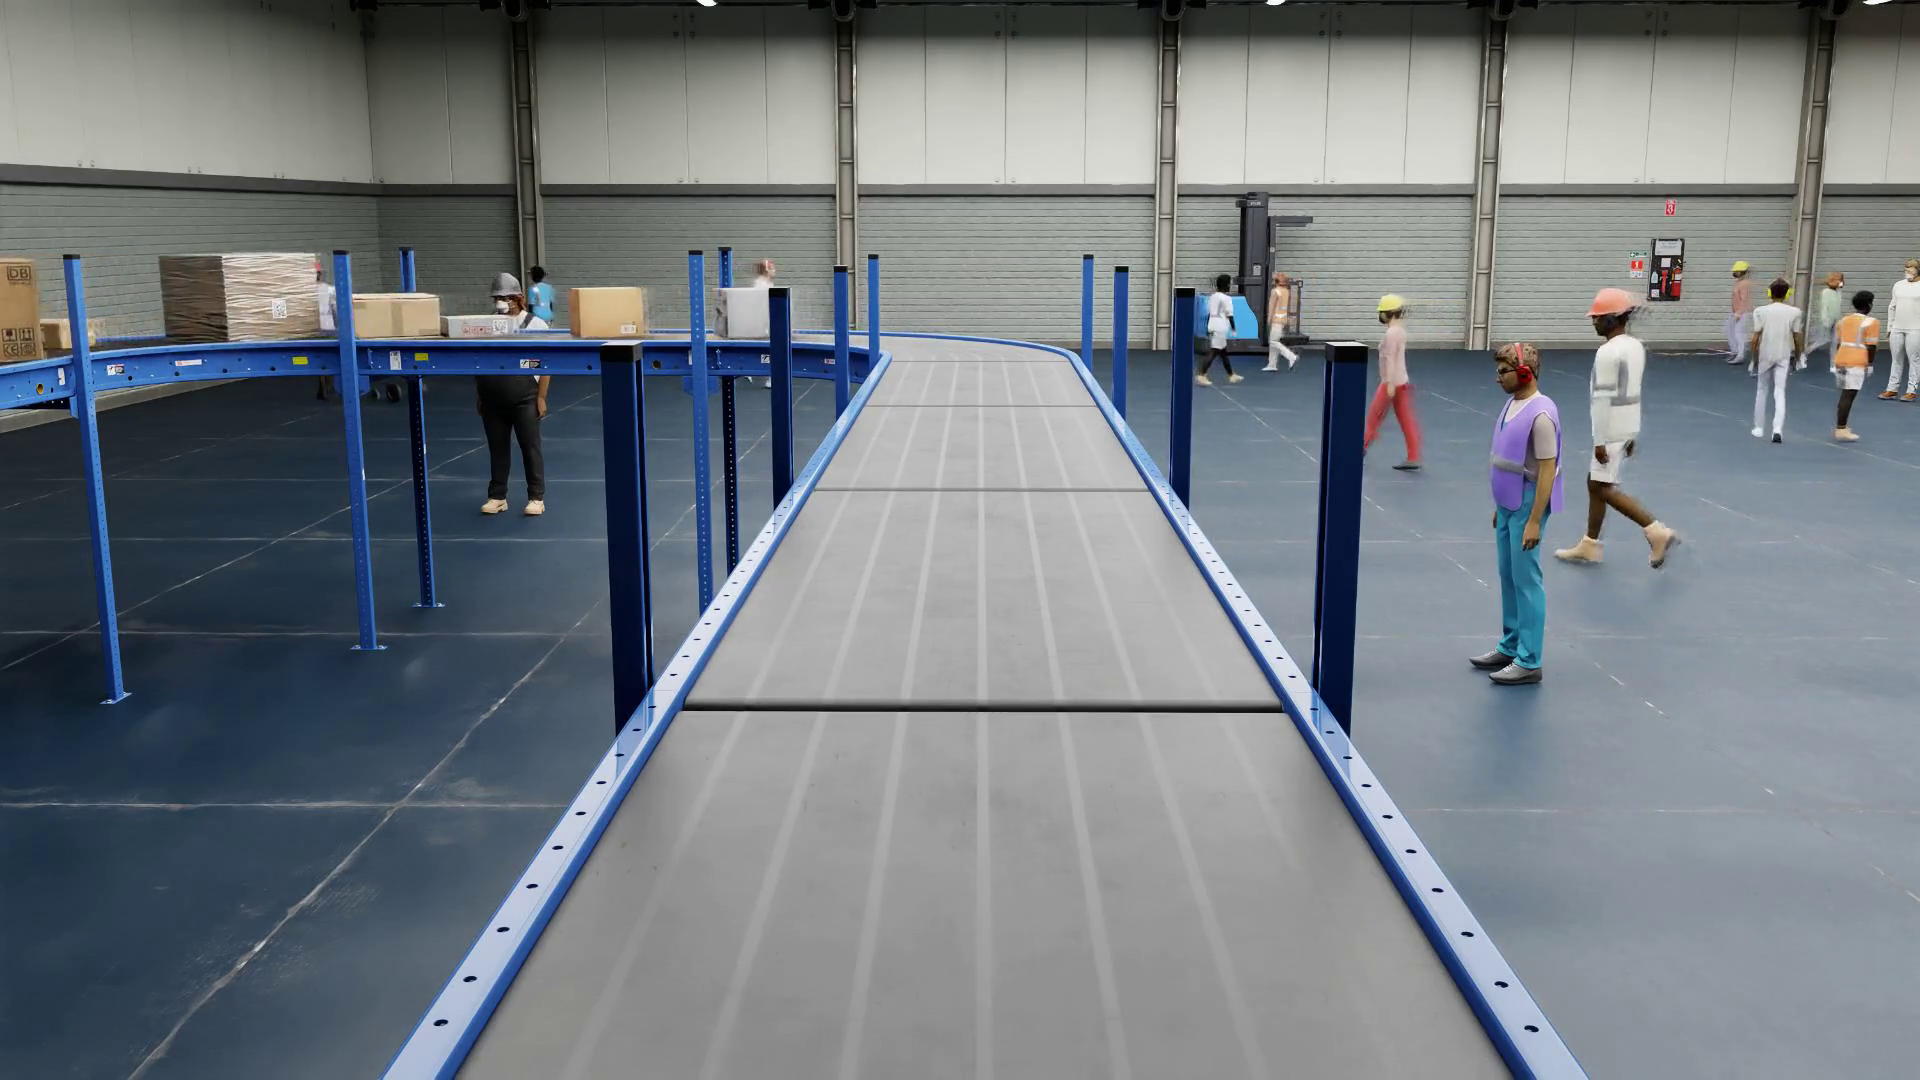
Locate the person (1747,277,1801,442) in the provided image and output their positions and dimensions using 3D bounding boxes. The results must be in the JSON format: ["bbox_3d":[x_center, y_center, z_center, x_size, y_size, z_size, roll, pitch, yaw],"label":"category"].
[{"bbox_3d":[9.199,-2.045,18.785,0.538,1.835,0.927,4,12,21],"label":"person"}]

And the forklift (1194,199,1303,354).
[{"bbox_3d":[5.313,-4.851,30.603,1.873,2.768,1.129,0,11,1],"label":"forklift"}]

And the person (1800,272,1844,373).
[{"bbox_3d":[14.060,-3.534,26.961,0.507,1.613,0.652,-6,12,-26],"label":"person"}]

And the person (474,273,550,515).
[{"bbox_3d":[-3.802,-1.209,14.047,0.683,2.000,0.538,2,11,9],"label":"person"}]

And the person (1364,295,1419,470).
[{"bbox_3d":[4.208,-1.568,16.579,0.887,1.718,0.552,6,13,29],"label":"person"}]

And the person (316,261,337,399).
[{"bbox_3d":[-8.947,-2.941,23.160,0.591,1.912,0.678,-9,14,-38],"label":"person"}]

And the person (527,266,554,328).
[{"bbox_3d":[-6.970,-3.688,27.566,0.366,1.685,0.551,6,13,29],"label":"person"}]

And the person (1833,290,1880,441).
[{"bbox_3d":[10.119,-1.972,18.800,0.511,1.678,0.536,-3,11,-15],"label":"person"}]

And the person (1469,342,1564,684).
[{"bbox_3d":[3.042,-0.150,9.018,0.397,1.835,0.570,0,11,0],"label":"person"}]

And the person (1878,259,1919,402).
[{"bbox_3d":[12.971,-2.871,22.756,0.371,1.935,0.627,-5,12,-25],"label":"person"}]

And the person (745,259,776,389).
[{"bbox_3d":[-2.885,-3.169,24.391,0.580,1.890,0.672,-2,11,-8],"label":"person"}]

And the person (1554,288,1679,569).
[{"bbox_3d":[4.706,-0.770,11.788,0.842,2.012,0.606,10,15,41],"label":"person"}]

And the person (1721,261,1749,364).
[{"bbox_3d":[13.240,-3.876,28.366,0.427,1.749,0.559,2,11,11],"label":"person"}]

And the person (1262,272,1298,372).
[{"bbox_3d":[5.182,-3.515,26.869,0.595,1.620,0.522,7,13,33],"label":"person"}]

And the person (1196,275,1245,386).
[{"bbox_3d":[3.893,-3.132,24.837,0.887,1.643,0.545,-4,12,-20],"label":"person"}]
